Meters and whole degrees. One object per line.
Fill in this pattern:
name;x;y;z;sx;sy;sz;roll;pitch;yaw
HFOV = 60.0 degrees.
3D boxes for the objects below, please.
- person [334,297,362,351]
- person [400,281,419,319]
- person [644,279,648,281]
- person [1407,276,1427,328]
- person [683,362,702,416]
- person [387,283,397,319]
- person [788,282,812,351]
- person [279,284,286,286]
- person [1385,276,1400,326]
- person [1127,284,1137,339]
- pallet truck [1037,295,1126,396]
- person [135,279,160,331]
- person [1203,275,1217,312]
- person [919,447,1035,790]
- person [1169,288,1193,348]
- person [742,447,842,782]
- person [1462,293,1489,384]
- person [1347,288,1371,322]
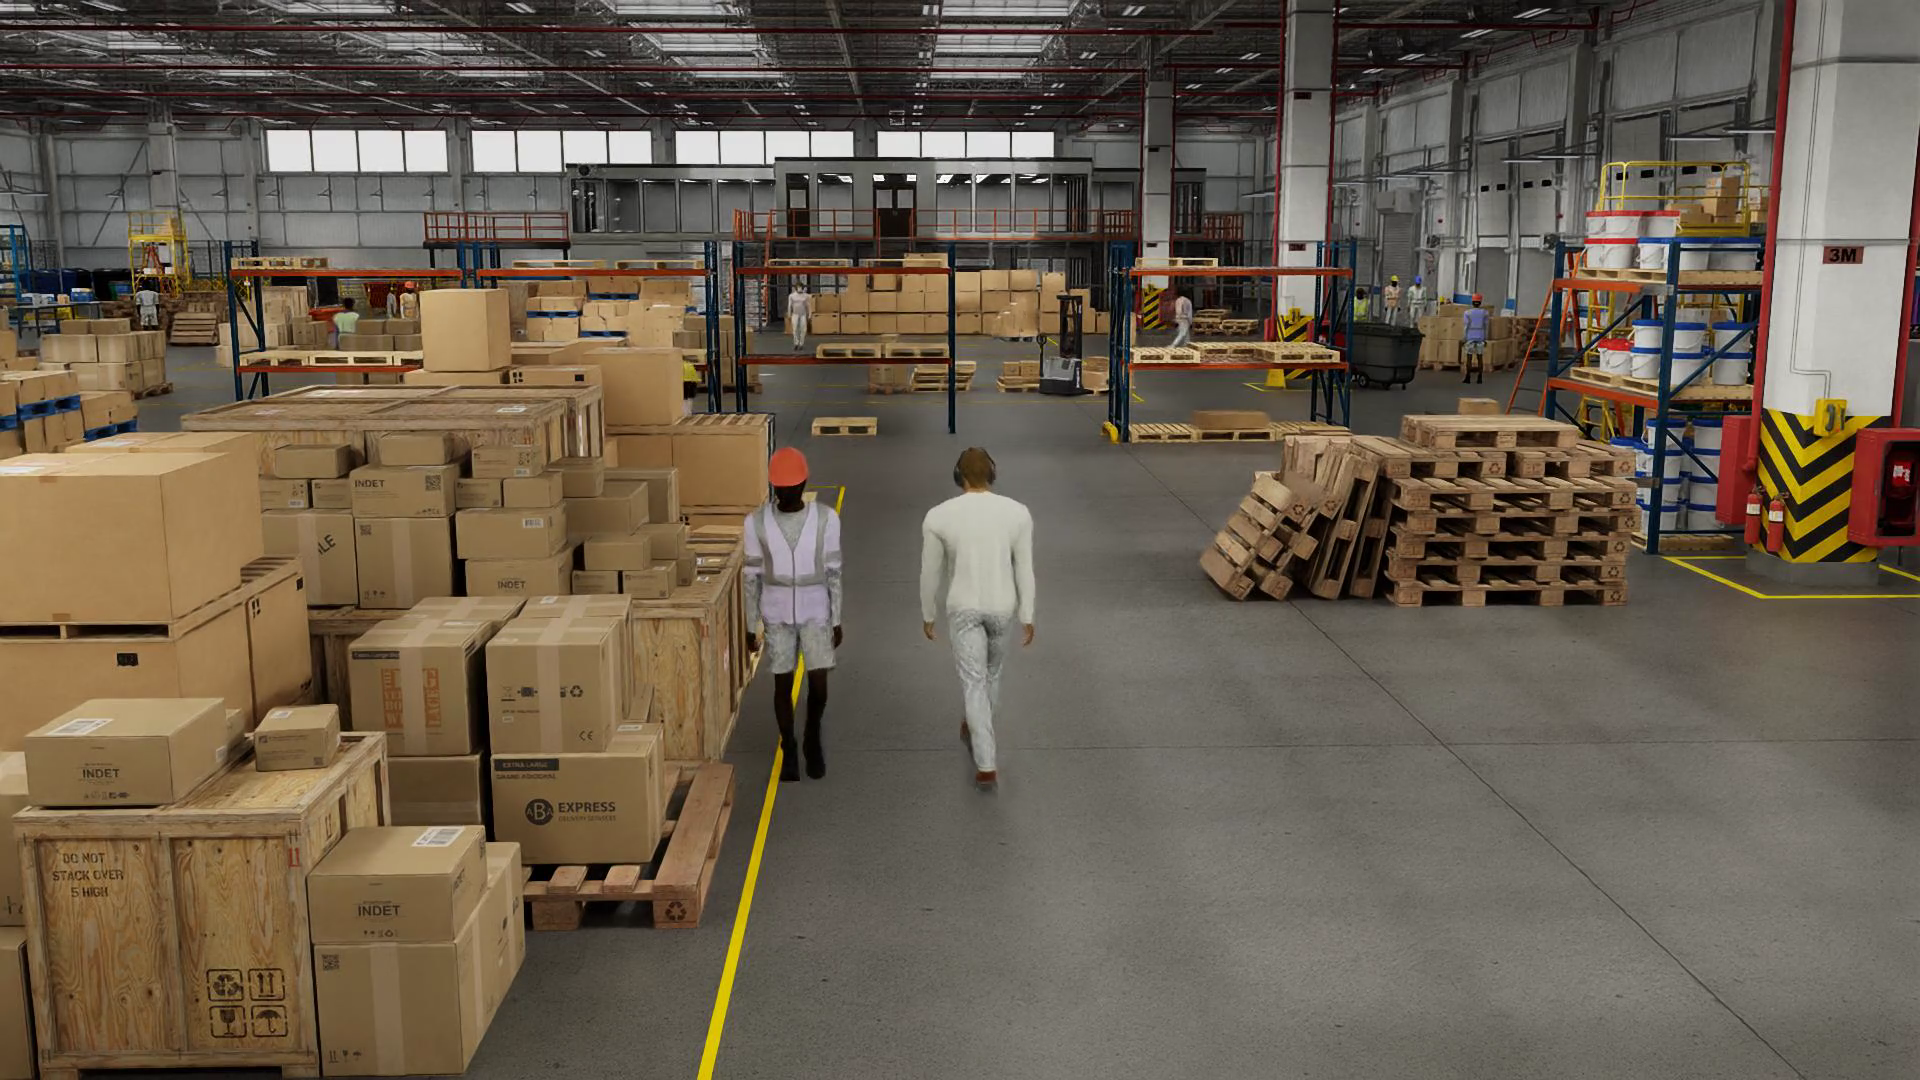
person;-12.521;-4.024;34.137;0.607;1.895;0.451;2;10;13
person;-15.372;-6.273;46.558;0.364;1.934;0.553;9;13;40
person;-10.119;-7.499;53.640;0.506;1.847;0.343;5;11;25
person;14.817;-7.591;53.908;0.612;1.938;0.417;2;10;12
person;-2.786;-0.803;16.254;0.972;1.882;0.584;-1;10;-5
person;-16.241;-6.428;47.633;0.309;1.861;0.535;-4;11;-21
person;-4.446;-6.193;46.225;0.662;1.889;0.993;-1;10;-3
person;-19.041;-6.252;46.666;0.547;1.851;0.484;2;10;11
person;14.170;-7.687;54.456;0.584;1.928;0.372;-4;11;-22
person;5.277;-7.058;51.530;0.630;1.712;0.548;-1;10;-8
pallet truck;2.483;-3.881;33.060;1.885;1.965;0.823;-7;13;-36
person;-23.337;-6.512;47.803;0.614;1.963;0.362;-7;13;-36
person;10.725;-10.777;71.517;0.612;1.986;0.407;3;11;18
person;0.096;0.416;9.469;0.640;1.877;1.043;-2;10;-11
person;5.939;-5.838;44.491;0.853;1.820;0.637;-4;11;-23
person;-0.936;0.424;9.292;0.564;1.915;0.446;-1;10;-4
person;11.041;-4.319;35.668;0.552;1.936;0.358;1;10;4
person;10.368;-5.632;43.250;0.625;1.844;0.429;2;10;9
